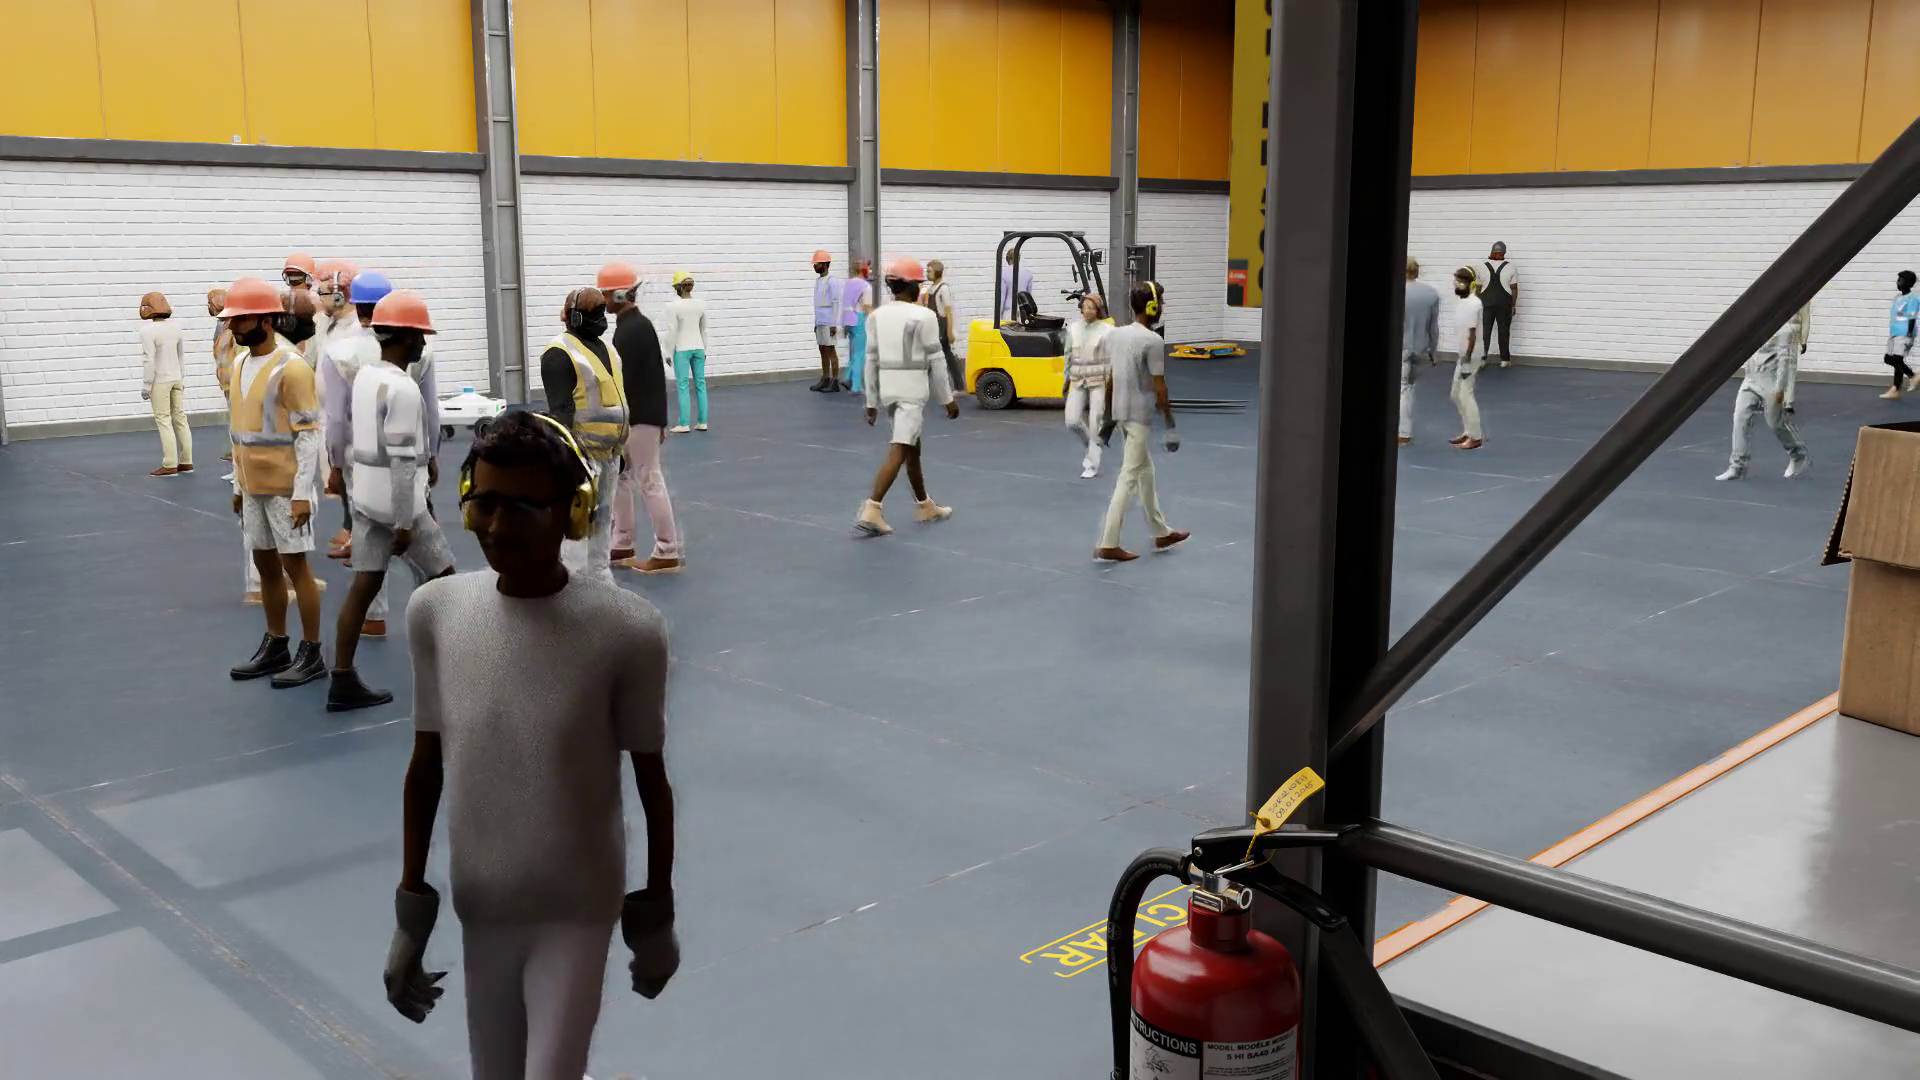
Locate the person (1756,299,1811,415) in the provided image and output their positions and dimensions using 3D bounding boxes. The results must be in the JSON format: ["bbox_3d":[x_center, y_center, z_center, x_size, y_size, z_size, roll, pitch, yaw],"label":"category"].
[{"bbox_3d":[9.772,-2.400,19.799,0.601,1.830,0.404,5,11,24],"label":"person"}]

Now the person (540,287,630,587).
[{"bbox_3d":[-2.086,-0.503,9.430,0.429,1.844,0.625,3,11,16],"label":"person"}]

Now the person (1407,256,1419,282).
[{"bbox_3d":[6.181,-3.075,23.367,0.604,1.870,0.494,-1,10,-6],"label":"person"}]

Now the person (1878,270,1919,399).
[{"bbox_3d":[12.319,-2.670,21.660,0.509,1.683,0.547,1,10,7],"label":"person"}]

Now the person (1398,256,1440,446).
[{"bbox_3d":[4.508,-1.924,16.964,0.643,1.913,0.632,-3,11,-15],"label":"person"}]

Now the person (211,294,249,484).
[{"bbox_3d":[-6.249,-1.305,14.356,0.310,1.639,0.514,-7,13,-34],"label":"person"}]

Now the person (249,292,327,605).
[{"bbox_3d":[-3.898,-0.517,9.610,0.561,1.810,0.640,-5,12,-25],"label":"person"}]

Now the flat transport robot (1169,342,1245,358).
[{"bbox_3d":[4.322,-3.321,29.083,0.652,0.197,1.431,9,14,40],"label":"flat transport robot"}]

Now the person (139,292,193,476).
[{"bbox_3d":[-7.080,-1.381,14.787,0.268,1.632,0.507,2,11,13],"label":"person"}]

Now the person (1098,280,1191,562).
[{"bbox_3d":[1.264,-0.776,10.962,0.894,1.822,0.573,-5,12,-27],"label":"person"}]

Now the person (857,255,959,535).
[{"bbox_3d":[-0.427,-1.045,12.007,0.629,2.001,1.062,10,14,42],"label":"person"}]

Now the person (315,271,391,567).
[{"bbox_3d":[-3.958,-0.781,10.779,0.401,1.904,0.651,-7,13,-34],"label":"person"}]

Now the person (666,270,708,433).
[{"bbox_3d":[-2.962,-2.037,18.021,0.522,1.761,0.321,-10,14,-44],"label":"person"}]

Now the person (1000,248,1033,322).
[{"bbox_3d":[0.829,-3.521,25.620,0.627,1.940,0.377,-6,12,-29],"label":"person"}]

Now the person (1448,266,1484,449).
[{"bbox_3d":[5.045,-1.803,16.549,0.465,1.830,0.555,0,10,-1],"label":"person"}]

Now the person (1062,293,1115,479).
[{"bbox_3d":[1.158,-1.365,14.696,0.538,1.624,0.416,6,12,31],"label":"person"}]

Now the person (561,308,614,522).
[{"bbox_3d":[-2.782,-0.922,12.295,0.515,1.629,0.320,-10,14,-42],"label":"person"}]

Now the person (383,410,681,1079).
[{"bbox_3d":[-0.757,0.660,3.105,0.516,1.846,0.795,3,11,14],"label":"person"}]

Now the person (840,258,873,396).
[{"bbox_3d":[-1.354,-2.828,22.141,0.453,1.824,0.610,-7,13,-34],"label":"person"}]

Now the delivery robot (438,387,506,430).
[{"bbox_3d":[-5.110,-1.353,17.319,0.707,0.478,0.477,0,10,-1],"label":"delivery robot"}]

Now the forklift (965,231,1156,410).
[{"bbox_3d":[1.222,-2.721,20.561,2.313,2.155,1.214,2,11,13],"label":"forklift"}]

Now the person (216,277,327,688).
[{"bbox_3d":[-3.279,-0.268,7.884,0.551,1.937,0.357,7,12,32],"label":"person"}]

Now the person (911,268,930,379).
[{"bbox_3d":[-0.662,-3.216,24.647,0.532,1.691,0.321,4,11,20],"label":"person"}]

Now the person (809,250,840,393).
[{"bbox_3d":[-1.856,-2.973,22.639,0.375,1.935,0.551,-6,12,-31],"label":"person"}]

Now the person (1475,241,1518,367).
[{"bbox_3d":[8.756,-3.852,27.151,0.672,2.000,0.536,5,12,26],"label":"person"}]

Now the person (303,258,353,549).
[{"bbox_3d":[-4.261,-0.923,11.348,0.632,1.971,0.642,7,13,34],"label":"person"}]

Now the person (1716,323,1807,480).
[{"bbox_3d":[7.055,-1.366,14.493,0.805,1.717,0.494,-4,11,-19],"label":"person"}]

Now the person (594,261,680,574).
[{"bbox_3d":[-2.121,-0.750,10.435,0.762,1.961,0.636,-1,10,-5],"label":"person"}]

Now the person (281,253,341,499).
[{"bbox_3d":[-5.280,-1.318,13.465,0.609,1.992,0.383,0,10,2],"label":"person"}]

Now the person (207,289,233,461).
[{"bbox_3d":[-6.951,-1.567,15.830,0.291,1.623,0.495,-3,11,-16],"label":"person"}]

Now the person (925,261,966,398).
[{"bbox_3d":[-0.345,-2.736,21.720,0.972,1.792,0.509,-3,11,-15],"label":"person"}]

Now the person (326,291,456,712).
[{"bbox_3d":[-2.492,-0.186,7.595,0.545,1.877,0.988,10,14,44],"label":"person"}]

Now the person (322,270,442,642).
[{"bbox_3d":[-3.038,-0.437,8.779,0.602,1.949,0.389,-8,13,-36],"label":"person"}]
